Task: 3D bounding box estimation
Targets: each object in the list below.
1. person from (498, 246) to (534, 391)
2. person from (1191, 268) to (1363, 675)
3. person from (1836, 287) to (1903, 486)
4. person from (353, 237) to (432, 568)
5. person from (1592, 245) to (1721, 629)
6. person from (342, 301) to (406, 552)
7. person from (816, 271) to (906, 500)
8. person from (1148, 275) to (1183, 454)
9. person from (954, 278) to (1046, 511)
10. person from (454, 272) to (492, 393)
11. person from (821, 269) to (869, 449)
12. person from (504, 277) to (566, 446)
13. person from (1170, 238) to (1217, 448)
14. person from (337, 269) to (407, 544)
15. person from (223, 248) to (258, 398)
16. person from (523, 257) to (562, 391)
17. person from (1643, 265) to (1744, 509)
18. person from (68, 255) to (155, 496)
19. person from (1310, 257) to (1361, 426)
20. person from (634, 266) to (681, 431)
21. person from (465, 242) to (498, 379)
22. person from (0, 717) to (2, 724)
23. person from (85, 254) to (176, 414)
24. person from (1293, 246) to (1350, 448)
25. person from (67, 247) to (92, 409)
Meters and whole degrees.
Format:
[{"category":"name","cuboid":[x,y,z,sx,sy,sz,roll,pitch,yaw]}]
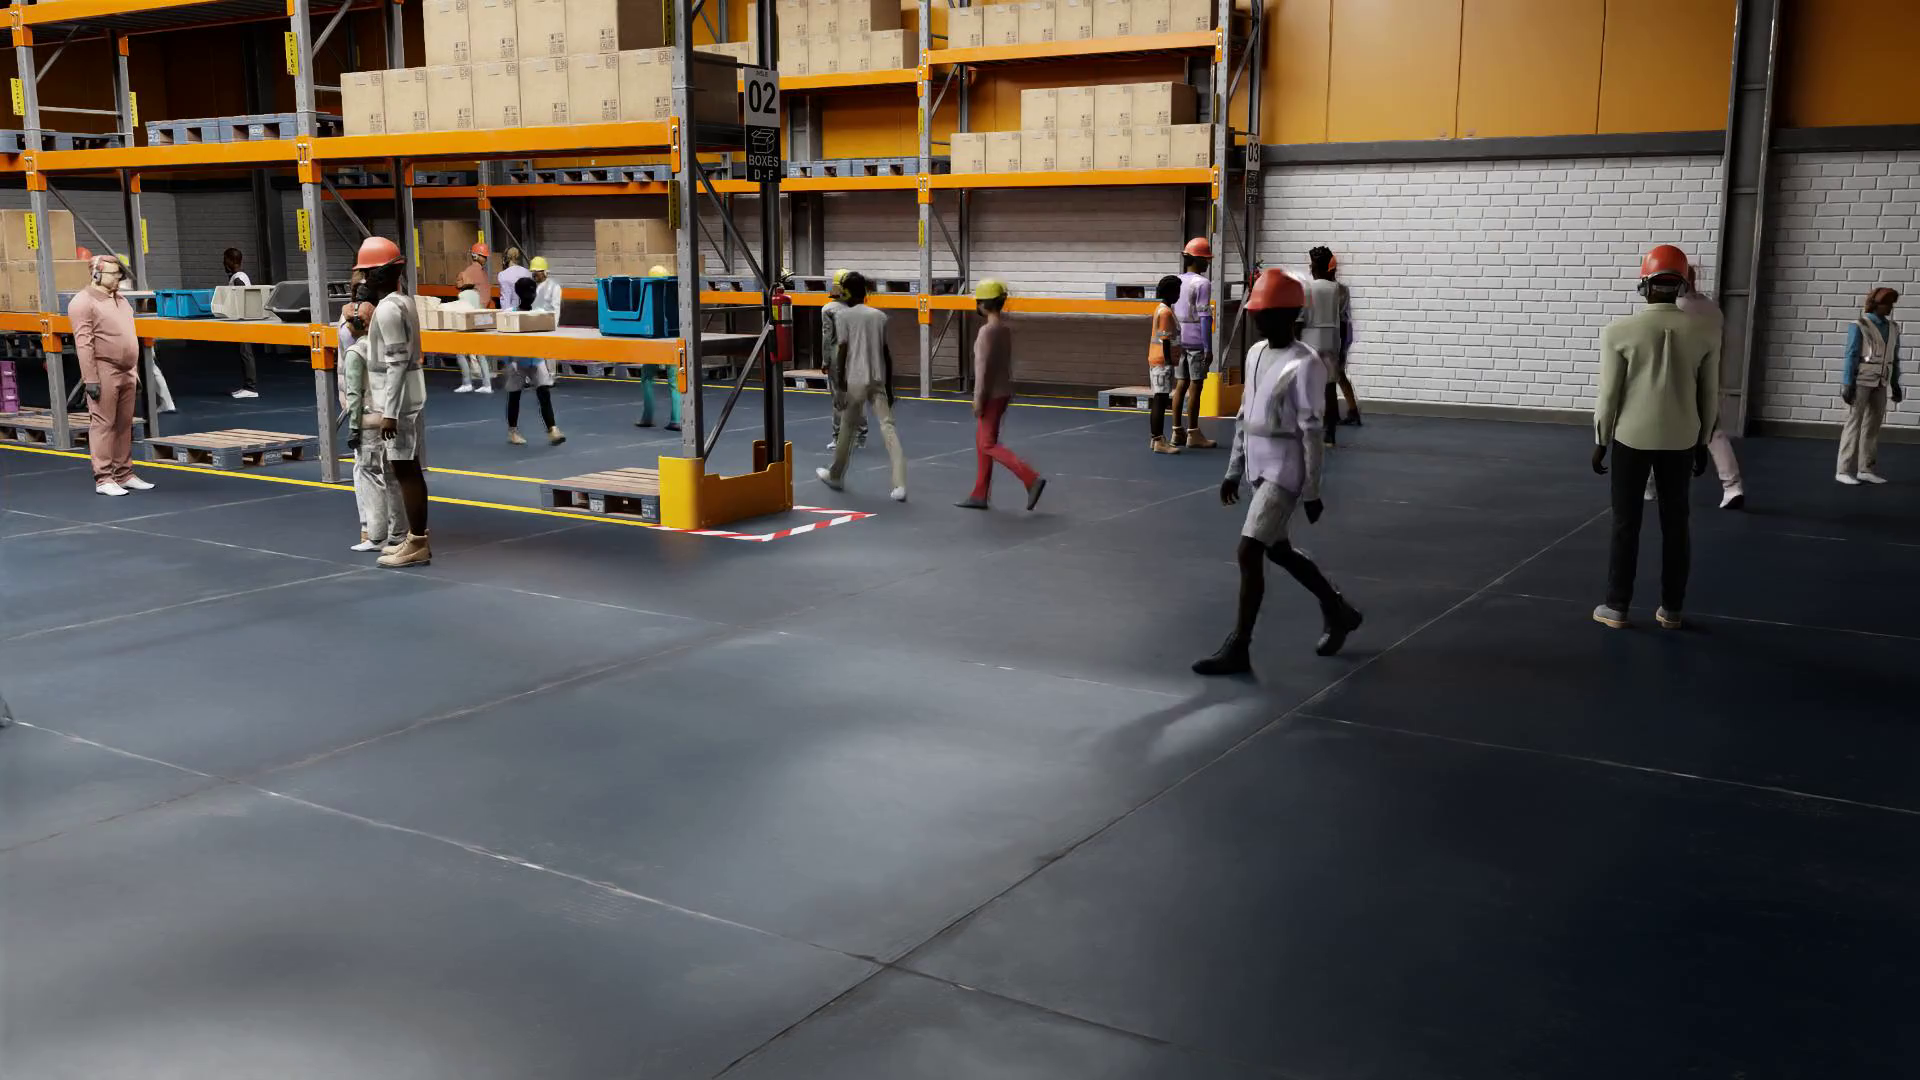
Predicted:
[{"category":"person","cuboid":[-5.974,-2.971,22.373,0.379,1.940,0.629,5,11,24]},{"category":"person","cuboid":[1.549,-0.327,7.849,0.930,1.904,0.546,-3,11,-16]},{"category":"person","cuboid":[7.564,-1.276,13.828,0.528,1.637,0.326,-4,11,-20]},{"category":"person","cuboid":[-3.513,-0.843,10.302,0.394,2.040,0.610,-2,10,-10]},{"category":"person","cuboid":[3.605,-0.523,8.658,0.612,1.995,0.382,1,10,5]},{"category":"person","cuboid":[-3.833,-0.737,10.856,0.316,1.629,0.509,1,10,4]},{"category":"person","cuboid":[-0.775,-1.222,13.166,0.533,1.765,1.110,-7,12,-33]},{"category":"person","cuboid":[1.955,-1.668,15.837,0.320,1.692,0.531,0,10,2]},{"category":"person","cuboid":[0.298,-1.069,12.364,0.706,1.747,0.528,3,11,17]},{"category":"person","cuboid":[-6.493,-2.743,22.023,0.588,1.599,0.519,2,11,13]},{"category":"person","cuboid":[-1.121,-1.744,16.117,0.492,1.742,0.323,-5,11,-27]},{"category":"person","cuboid":[-4.214,-1.728,16.249,0.550,1.655,0.849,-9,13,-40]},{"category":"person","cuboid":[2.294,-1.917,16.244,0.379,2.041,0.616,-5,11,-25]},{"category":"person","cuboid":[-3.932,-0.894,11.158,0.430,1.838,0.619,-3,11,-15]},{"category":"person","cuboid":[-9.278,-2.799,21.478,0.376,1.917,0.600,-5,11,-24]},{"category":"person","cuboid":[-5.637,-2.866,22.188,0.603,1.792,0.801,4,11,19]},{"category":"person","cuboid":[5.560,-1.165,12.632,0.684,1.850,1.012,-5,11,-26]},{"category":"person","cuboid":[-6.767,-1.315,13.290,0.411,1.908,0.643,1,10,6]},{"category":"person","cuboid":[4.073,-2.145,17.974,0.645,1.879,0.570,2,10,10]},{"category":"person","cuboid":[-3.231,-2.044,17.763,0.556,1.736,0.724,-9,14,-42]},{"category":"person","cuboid":[-7.008,-3.343,24.307,0.392,1.986,0.610,0,10,1]},{"category":"person","cuboid":[-4.466,-0.112,6.686,1.027,1.876,0.562,-1,10,-7]},{"category":"person","cuboid":[-9.640,-2.373,19.271,1.019,1.863,0.598,1,10,4]},{"category":"person","cuboid":[3.481,-1.867,16.184,0.602,1.966,0.368,-3,11,-14]},{"category":"person","cuboid":[-10.436,-2.525,19.908,0.543,1.939,0.360,0,10,0]}]
